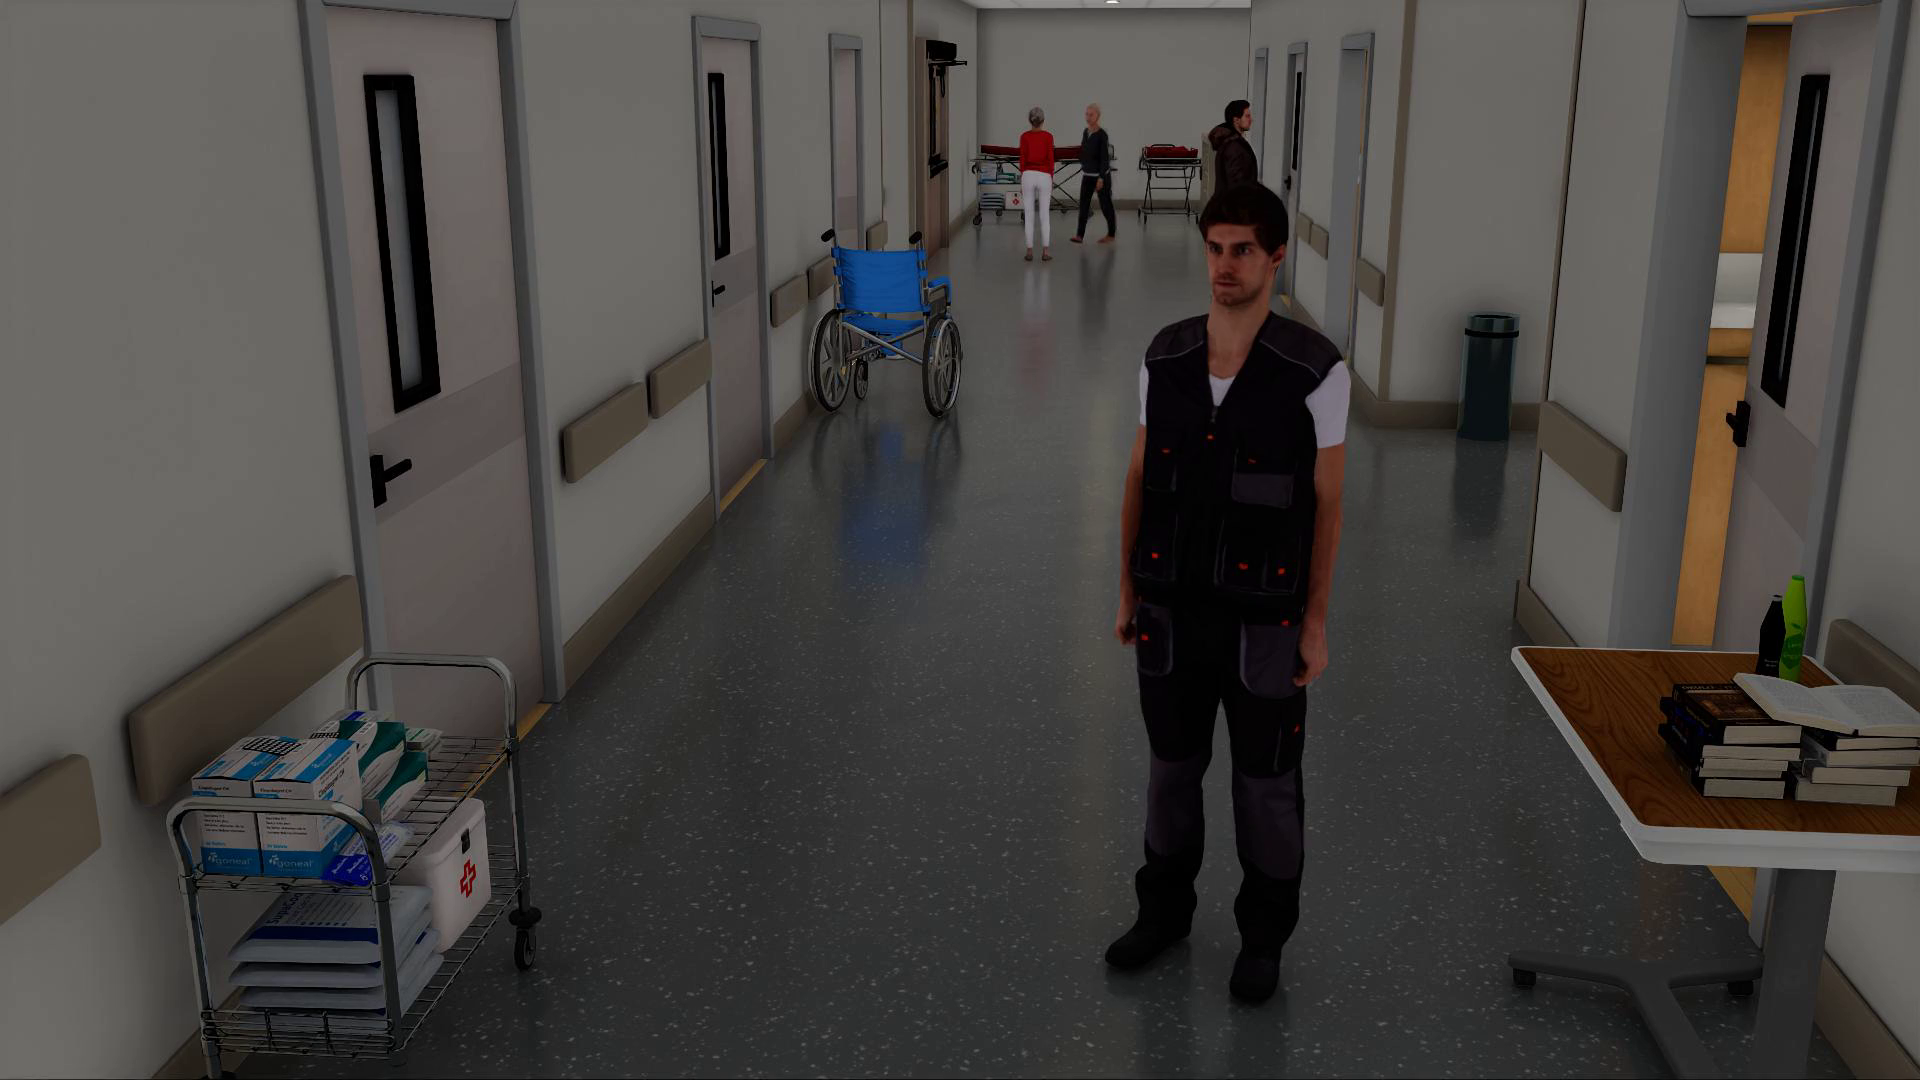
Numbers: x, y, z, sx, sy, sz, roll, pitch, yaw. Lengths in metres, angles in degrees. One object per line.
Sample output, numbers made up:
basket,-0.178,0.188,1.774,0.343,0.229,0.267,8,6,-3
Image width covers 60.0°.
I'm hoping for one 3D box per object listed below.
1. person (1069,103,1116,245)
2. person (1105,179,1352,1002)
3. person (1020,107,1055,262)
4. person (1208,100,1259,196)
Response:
person,1.706,-4.438,20.280,1.103,1.674,1.009,-11,19,-35
person,0.603,0.131,3.756,0.743,1.848,0.728,8,18,28
person,0.865,-4.017,18.751,0.530,1.693,0.517,2,16,5
person,2.289,-2.752,13.980,0.803,1.848,0.594,2,16,6
